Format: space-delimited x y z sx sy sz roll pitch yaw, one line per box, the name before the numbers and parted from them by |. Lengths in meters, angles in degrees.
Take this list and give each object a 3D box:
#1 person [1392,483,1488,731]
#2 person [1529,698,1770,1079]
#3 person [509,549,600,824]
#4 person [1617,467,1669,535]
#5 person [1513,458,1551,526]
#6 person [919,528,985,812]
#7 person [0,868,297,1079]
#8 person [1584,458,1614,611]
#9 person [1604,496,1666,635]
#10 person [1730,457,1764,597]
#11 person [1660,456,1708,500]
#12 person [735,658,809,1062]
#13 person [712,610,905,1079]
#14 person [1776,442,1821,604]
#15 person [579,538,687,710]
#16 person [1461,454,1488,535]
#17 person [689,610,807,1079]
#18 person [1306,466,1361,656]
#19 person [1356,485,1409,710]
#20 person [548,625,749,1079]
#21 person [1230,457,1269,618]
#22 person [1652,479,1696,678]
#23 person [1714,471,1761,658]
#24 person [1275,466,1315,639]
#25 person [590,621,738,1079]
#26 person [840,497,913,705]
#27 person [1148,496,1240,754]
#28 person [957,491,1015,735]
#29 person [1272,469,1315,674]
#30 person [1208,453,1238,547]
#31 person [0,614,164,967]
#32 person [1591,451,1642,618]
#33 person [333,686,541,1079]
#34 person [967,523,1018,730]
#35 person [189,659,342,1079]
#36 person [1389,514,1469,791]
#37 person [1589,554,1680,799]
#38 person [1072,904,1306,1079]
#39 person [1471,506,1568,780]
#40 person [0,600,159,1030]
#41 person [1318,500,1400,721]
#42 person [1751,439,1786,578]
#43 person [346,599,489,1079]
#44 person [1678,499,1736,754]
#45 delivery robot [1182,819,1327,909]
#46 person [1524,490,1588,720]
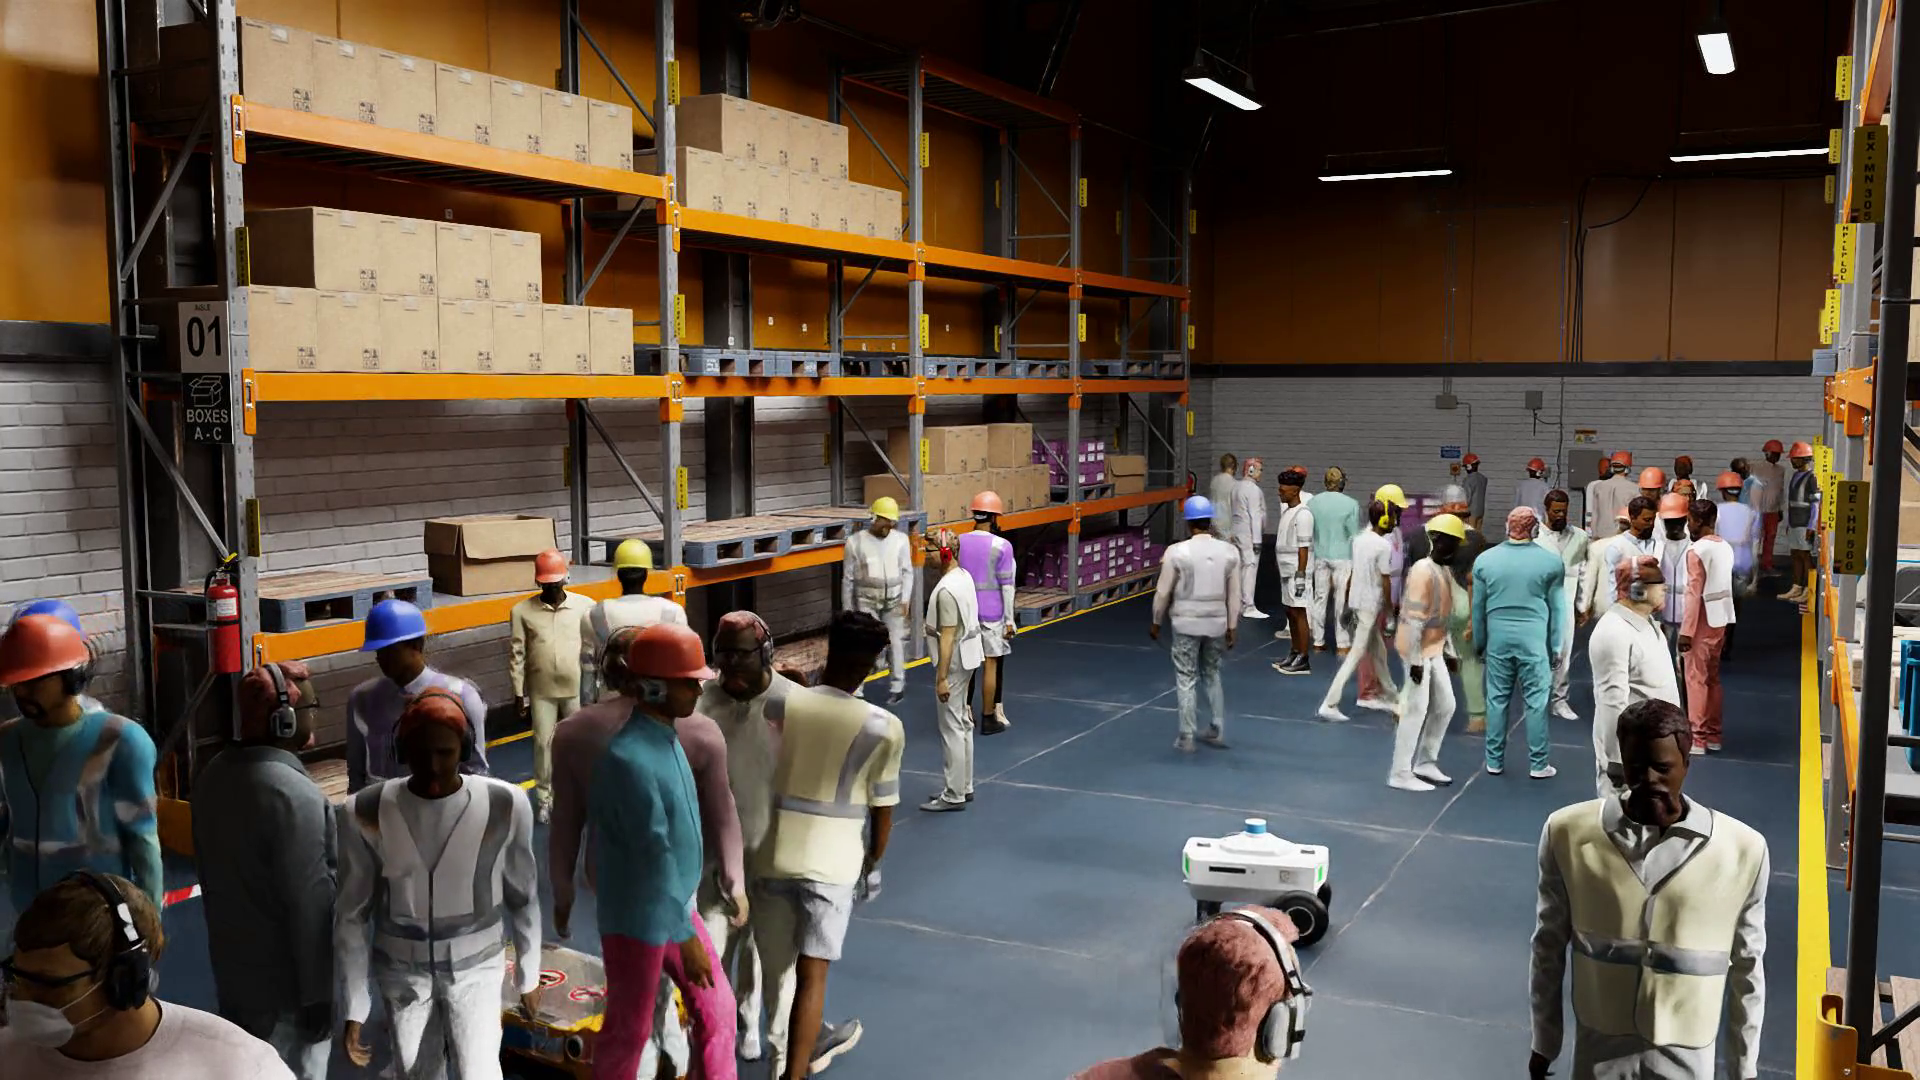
person | 3.812 0.519 13.091 0.682 2.000 0.894 5 7 43
person | 1.875 1.372 4.566 0.597 1.916 0.371 2 6 21
person | -2.535 0.917 10.443 0.569 1.738 0.351 -2 6 -16
person | 6.483 0.306 15.638 0.616 1.990 0.393 2 6 23
person | 7.913 -0.255 22.946 0.340 1.752 0.564 -4 7 -38
person | -0.045 0.838 10.768 0.394 1.836 0.560 1 5 9
person | -1.469 1.514 2.932 0.635 1.935 0.349 0 5 1
person | 7.818 -0.065 20.262 0.368 1.879 0.585 -1 5 -11
person | 5.210 0.609 12.867 0.598 1.907 0.409 -3 6 -31
person | 10.121 -0.160 21.543 0.509 1.821 0.654 -1 5 -8
person | 8.977 -0.112 20.700 0.584 1.884 0.337 3 6 30
person | -0.732 1.298 6.848 0.522 1.638 0.310 -3 6 -26
person | -0.543 1.211 6.386 0.680 1.904 0.829 1 6 15
person | 10.578 -0.214 20.972 0.388 2.039 0.616 0 5 1
person | -1.790 0.948 9.207 0.629 1.903 0.592 -1 5 -13
person | 7.561 -0.405 24.608 0.563 1.742 0.338 -5 7 -45
person | -0.822 1.212 6.349 0.651 1.906 0.403 0 5 1
person | 3.800 0.214 16.921 0.631 1.940 0.372 5 7 41
person | 3.605 0.485 14.142 0.401 1.919 0.582 5 7 44
person | -1.113 1.250 6.082 0.681 1.865 1.015 1 5 12
person | 3.438 -0.027 19.716 0.399 1.902 0.642 -1 5 -13
person | 6.691 0.374 15.490 0.573 1.883 0.353 0 5 -3
person | 7.812 0.249 16.862 0.553 1.893 0.950 2 6 18
person | 3.647 0.137 18.041 0.574 1.883 0.355 -5 7 -41
person | -0.895 1.255 5.541 0.835 1.960 0.631 1 5 6
person | -0.721 0.532 14.218 0.636 1.811 0.406 -2 6 -21
person | 1.752 0.631 12.462 0.639 1.930 0.550 -2 6 -21
person | 0.181 0.576 13.114 0.553 1.923 0.392 2 6 25
person | 3.194 0.301 15.911 0.370 1.959 0.598 -1 5 -8
person | 3.309 -0.136 20.931 0.488 1.907 0.667 -2 6 -24
person | -3.022 1.248 5.466 0.623 1.997 0.921 1 5 13
person | 7.732 -0.053 19.551 0.406 1.986 0.617 -5 7 -43
person | -1.563 1.361 4.992 0.572 1.857 0.697 -1 5 -9
person | 0.210 0.667 13.318 0.531 1.698 0.320 -2 6 -18
person | -2.099 1.322 5.165 0.643 1.910 0.399 5 7 41
person | 3.212 0.761 11.372 0.446 1.882 0.598 3 6 30
person | 3.382 1.025 8.338 0.407 1.913 0.641 4 6 34
person | 0.439 1.549 2.789 0.469 1.891 0.669 -5 7 -42
person | 3.928 0.716 11.682 0.643 1.910 0.399 3 6 31
person | -3.572 1.184 6.661 0.646 1.895 1.003 2 6 18
person | 3.355 0.585 13.670 1.013 1.823 0.572 -1 5 -14
person | 11.571 -0.447 23.800 0.615 1.985 0.412 -2 6 -25
person | -2.232 1.169 6.906 0.619 1.900 0.976 1 5 10
person | 5.581 0.646 12.454 0.600 1.909 0.399 -5 7 -45
delivery robot | 1.478 1.648 8.350 0.707 0.478 0.477 1 5 14
person | 4.856 0.534 13.669 0.594 1.909 0.402 -1 5 -9
